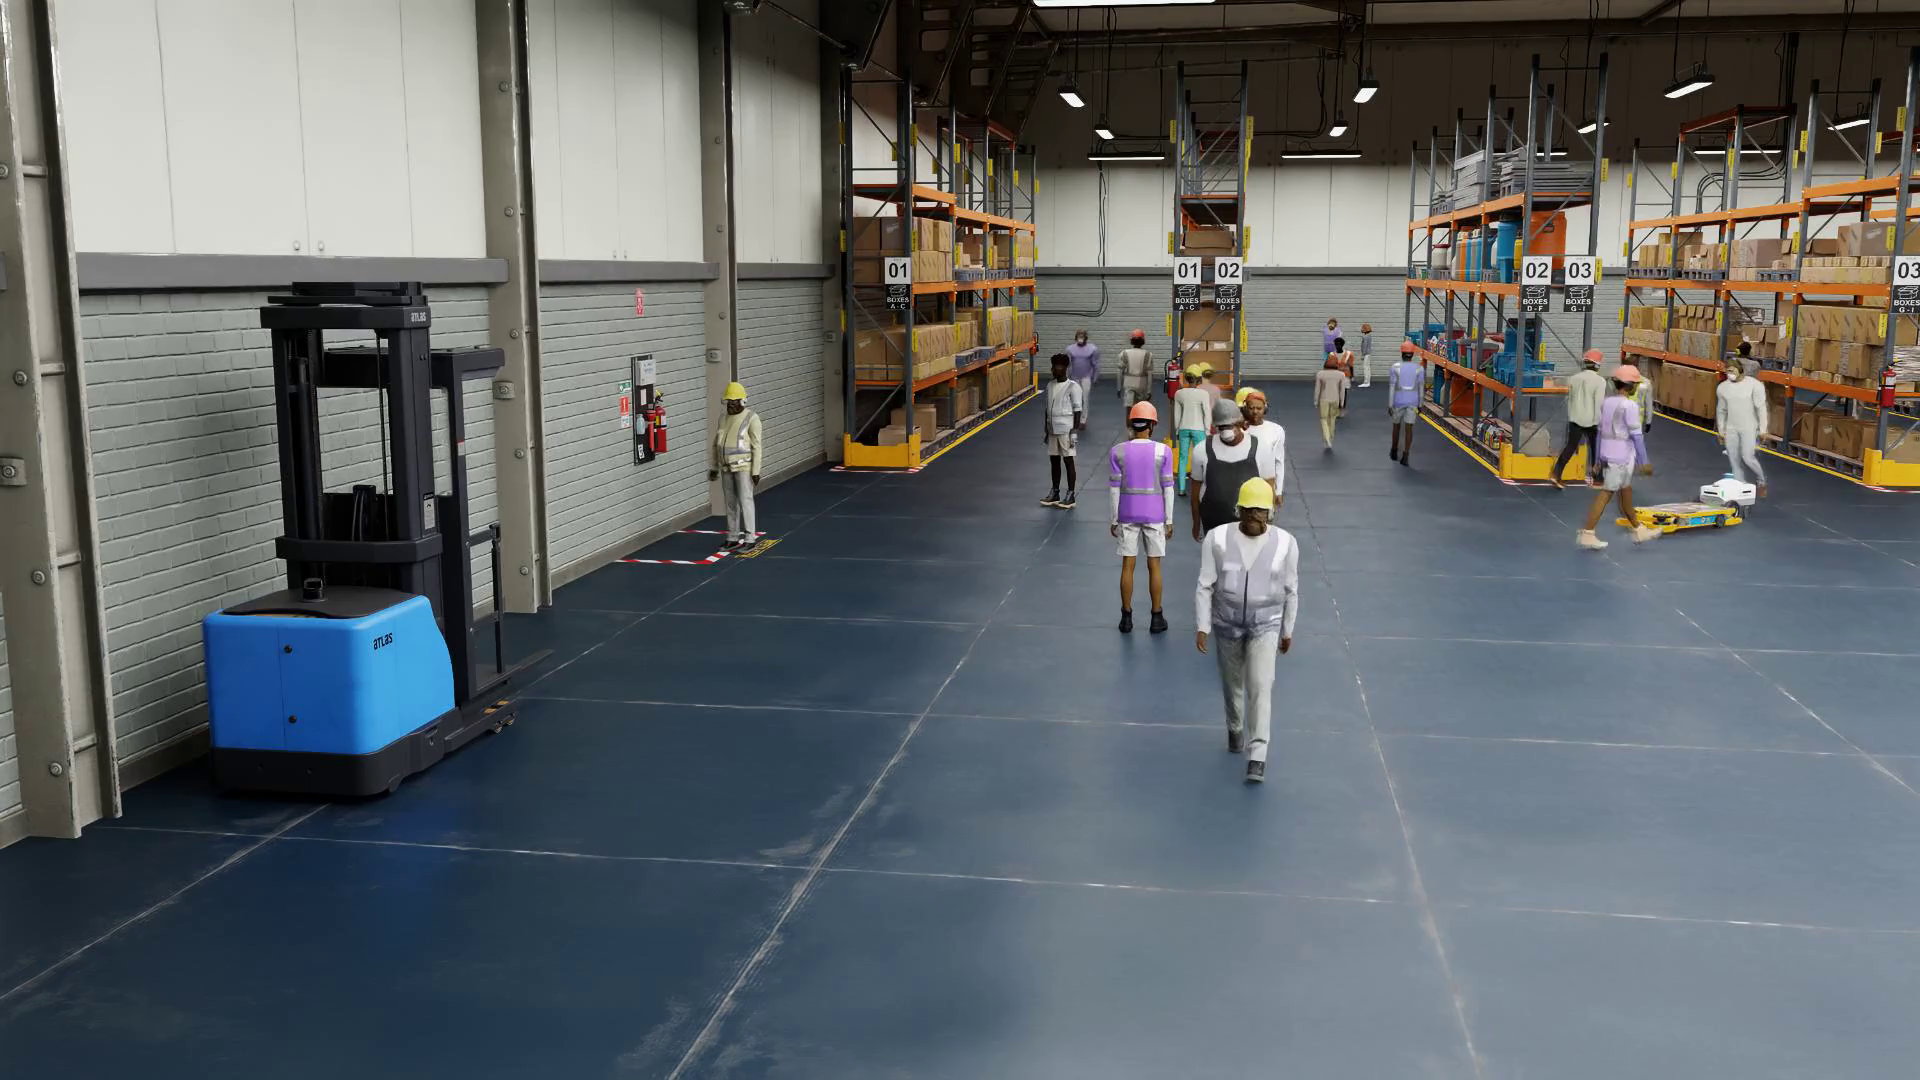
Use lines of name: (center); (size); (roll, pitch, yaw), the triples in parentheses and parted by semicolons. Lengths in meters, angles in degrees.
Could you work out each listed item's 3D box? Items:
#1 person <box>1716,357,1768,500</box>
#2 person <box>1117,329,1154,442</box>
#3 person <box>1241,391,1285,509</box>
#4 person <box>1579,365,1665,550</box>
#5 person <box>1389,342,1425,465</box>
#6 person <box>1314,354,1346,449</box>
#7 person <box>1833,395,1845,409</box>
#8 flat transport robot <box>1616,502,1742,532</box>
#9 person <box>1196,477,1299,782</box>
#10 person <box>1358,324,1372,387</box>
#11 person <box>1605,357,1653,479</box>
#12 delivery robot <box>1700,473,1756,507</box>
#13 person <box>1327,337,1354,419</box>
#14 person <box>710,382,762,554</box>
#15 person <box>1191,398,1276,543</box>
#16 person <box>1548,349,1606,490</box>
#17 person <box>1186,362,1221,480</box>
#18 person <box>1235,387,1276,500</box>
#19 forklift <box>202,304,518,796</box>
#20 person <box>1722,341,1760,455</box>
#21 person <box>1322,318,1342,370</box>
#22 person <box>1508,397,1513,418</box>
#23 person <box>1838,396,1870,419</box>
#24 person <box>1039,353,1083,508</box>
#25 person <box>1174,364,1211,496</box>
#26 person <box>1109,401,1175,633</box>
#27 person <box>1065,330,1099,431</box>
person: (10.115, -1.412, 21.508); (0.568, 1.901, 0.675); (-6, 11, -33)
person: (3.044, -2.663, 28.920); (0.624, 2.006, 1.001); (1, 9, 9)
person: (2.774, -0.475, 15.775); (0.584, 1.883, 0.337); (1, 9, 6)
person: (7.215, -0.889, 17.995); (1.046, 1.988, 0.616); (0, 9, -2)
person: (6.997, -2.163, 26.155); (0.564, 1.888, 0.963); (1, 9, 6)
person: (6.237, -2.328, 28.047); (0.508, 1.607, 0.695); (1, 9, 4)
person: (19.498, -3.800, 36.607); (0.613, 1.783, 0.948); (1, 9, 4)
flat transport robot: (8.513, -0.280, 19.668); (1.431, 0.197, 0.652); (-5, 11, -29)
person: (1.747, 0.490, 10.129); (0.593, 1.795, 0.909); (2, 10, 14)
person: (10.522, -4.786, 43.135); (0.274, 1.632, 0.507); (5, 10, 28)
person: (9.482, -1.703, 23.622); (0.639, 1.802, 0.953); (4, 10, 21)
delivery robot: (9.374, -0.569, 20.289); (0.707, 0.478, 0.477); (-6, 11, -31)
person: (7.714, -3.289, 33.821); (0.544, 1.648, 0.780); (4, 10, 25)
person: (-2.390, -0.782, 17.859); (0.611, 1.828, 0.404); (7, 11, 35)
person: (2.258, -0.214, 13.817); (0.692, 2.000, 0.895); (1, 9, 7)
person: (8.567, -1.662, 22.914); (1.017, 1.952, 0.621); (-6, 11, -31)
person: (3.374, -1.632, 23.431); (0.529, 1.718, 0.904); (-6, 11, -33)
person: (2.876, -0.583, 16.483); (0.604, 1.888, 0.945); (9, 13, 44)
forklift: (-3.673, -0.038, 10.147); (1.129, 2.768, 1.873); (1, 9, 9)
person: (12.786, -2.313, 27.219); (0.511, 1.855, 0.333); (2, 9, 12)
person: (9.541, -4.789, 42.639); (0.591, 1.793, 0.579); (8, 12, 41)
person: (11.482, -3.501, 34.350); (0.602, 1.917, 0.797); (1, 9, 8)
person: (15.782, -2.521, 29.281); (0.519, 1.604, 0.818); (1, 9, 7)
person: (1.289, -1.405, 21.263); (0.362, 1.964, 0.611); (-8, 12, -41)
person: (3.106, -1.455, 22.189); (0.522, 1.769, 0.311); (6, 11, 31)
person: (1.520, -0.194, 13.913); (0.542, 1.927, 0.374); (2, 9, 13)
person: (2.245, -3.005, 31.353); (0.653, 1.890, 0.986); (3, 10, 19)
